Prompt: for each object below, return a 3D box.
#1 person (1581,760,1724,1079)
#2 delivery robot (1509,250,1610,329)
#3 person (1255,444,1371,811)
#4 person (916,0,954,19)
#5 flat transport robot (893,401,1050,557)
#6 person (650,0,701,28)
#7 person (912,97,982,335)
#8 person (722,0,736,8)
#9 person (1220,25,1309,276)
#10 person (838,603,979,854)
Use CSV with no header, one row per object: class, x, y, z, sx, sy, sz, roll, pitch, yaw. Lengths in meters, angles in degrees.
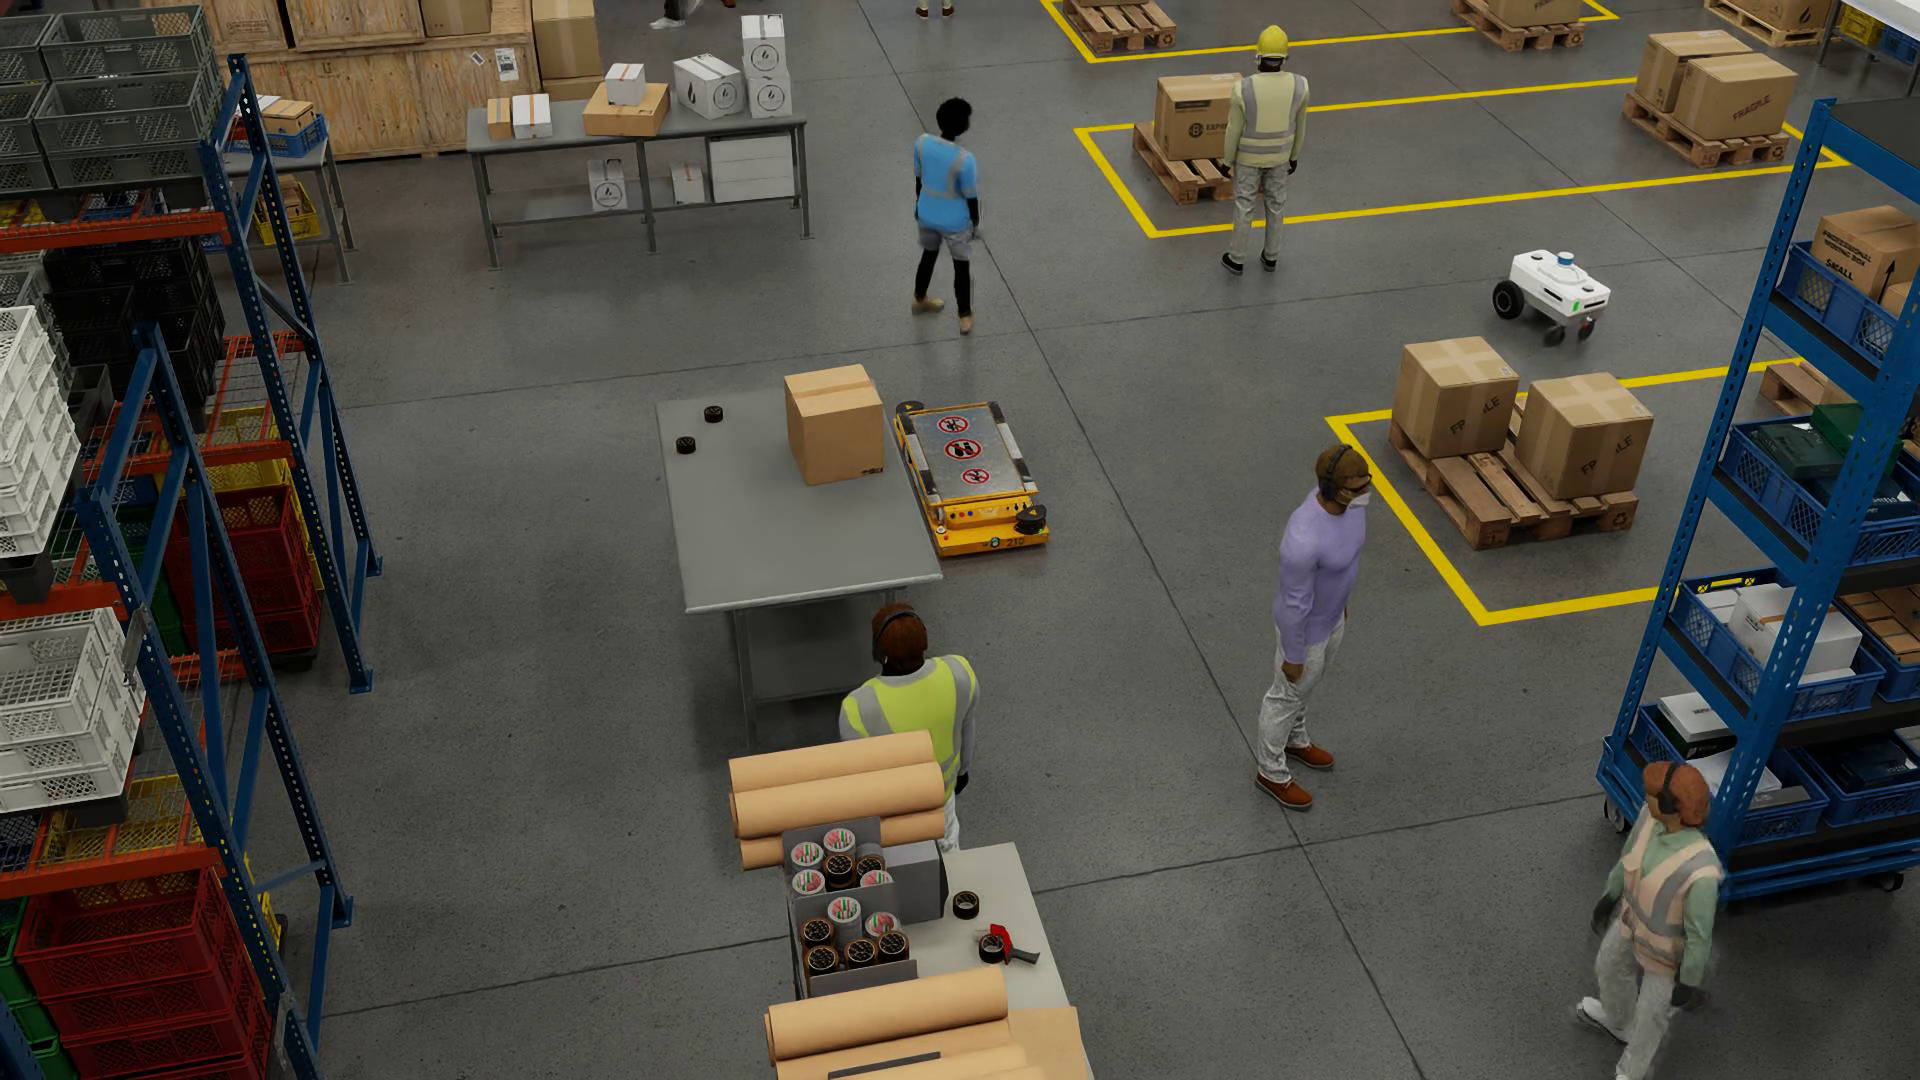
person,2.646,1.532,6.357,0.324,1.614,0.602,-5,37,-7
delivery robot,4.176,-1.770,11.598,0.477,0.478,0.707,-16,39,-20
person,1.626,0.381,7.633,0.372,1.940,0.630,20,41,25
person,-0.272,-6.092,16.397,0.514,1.861,0.325,-2,37,-3
flat transport robot,0.046,-0.430,10.108,0.652,0.197,1.431,-8,37,-10
person,-2.847,-5.962,16.197,0.530,1.893,0.616,-13,39,-17
person,-0.110,-2.211,11.330,0.581,1.687,0.334,27,44,31
person,-2.249,-6.368,16.730,0.645,1.907,0.400,-25,43,-29
person,2.167,-2.788,11.977,0.588,1.835,0.403,-5,37,-7
person,-0.229,1.015,6.861,0.633,1.841,0.429,-21,42,-26
